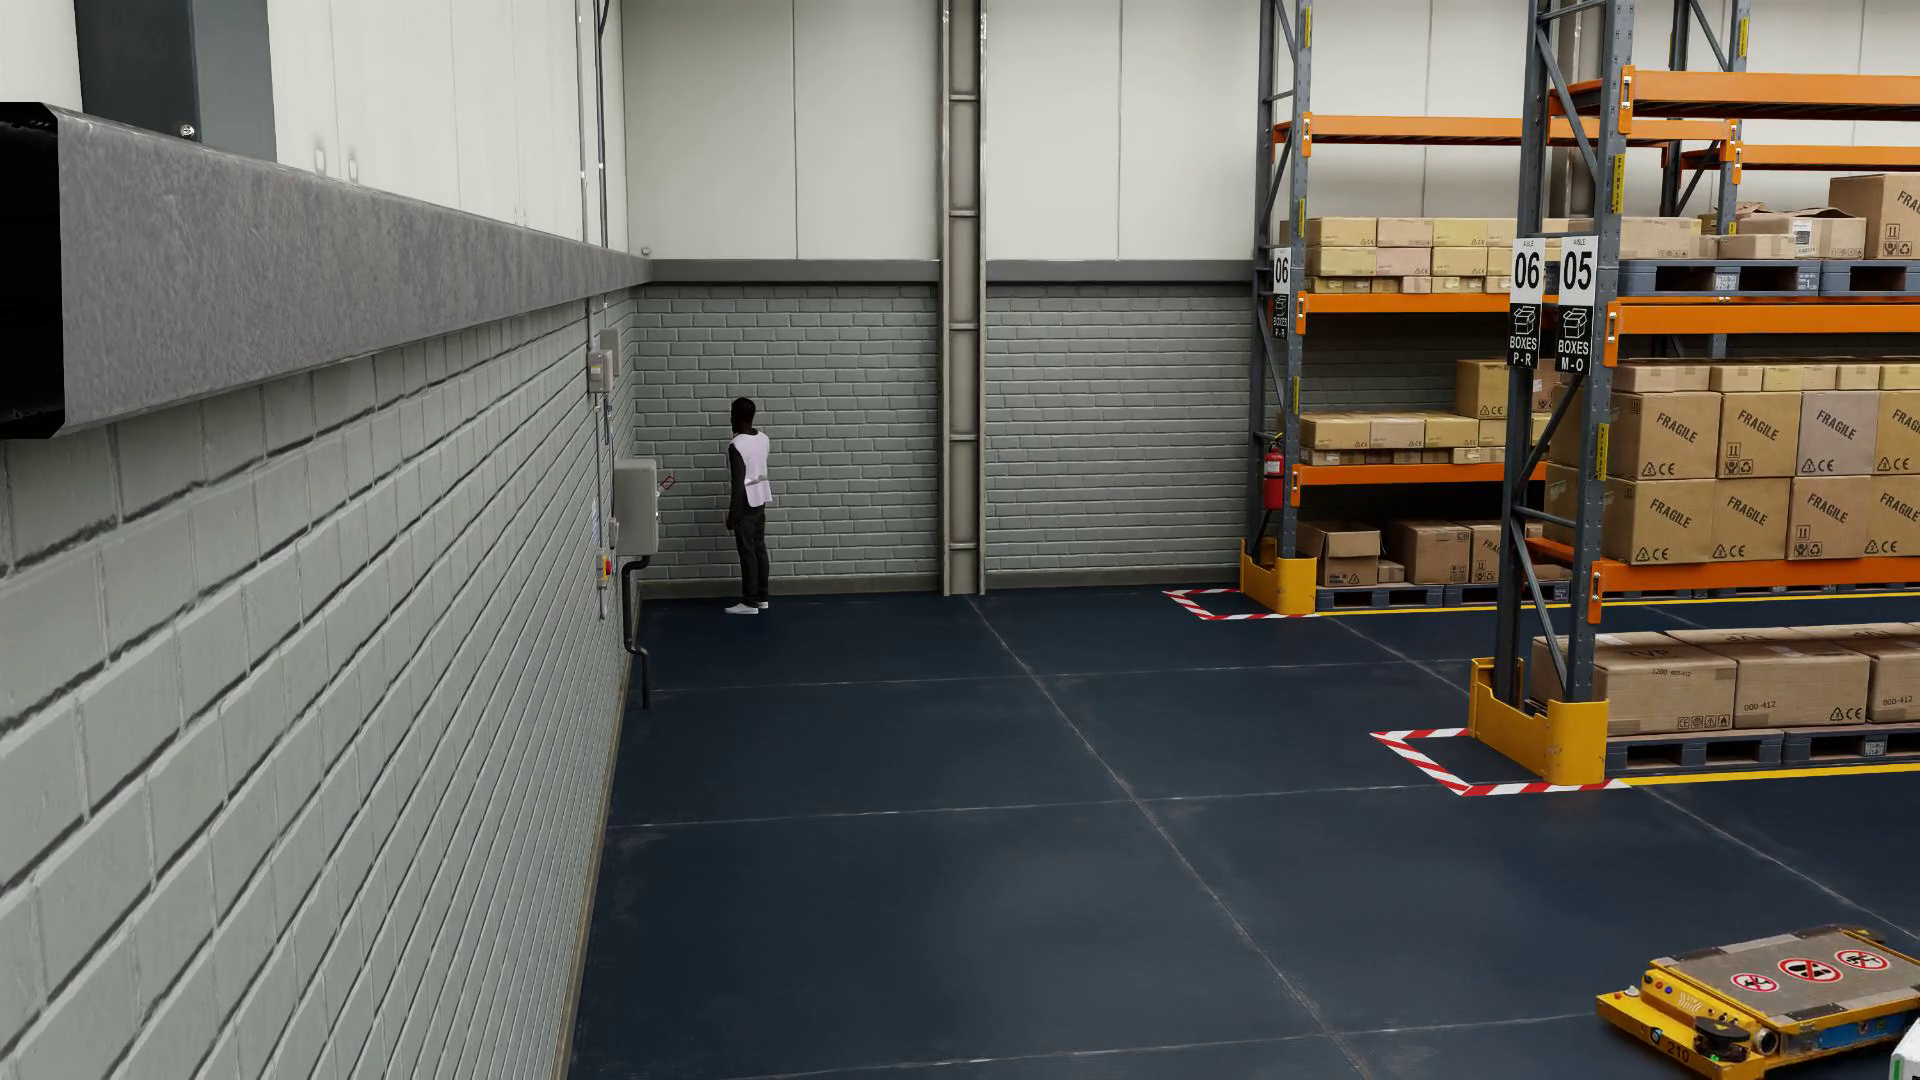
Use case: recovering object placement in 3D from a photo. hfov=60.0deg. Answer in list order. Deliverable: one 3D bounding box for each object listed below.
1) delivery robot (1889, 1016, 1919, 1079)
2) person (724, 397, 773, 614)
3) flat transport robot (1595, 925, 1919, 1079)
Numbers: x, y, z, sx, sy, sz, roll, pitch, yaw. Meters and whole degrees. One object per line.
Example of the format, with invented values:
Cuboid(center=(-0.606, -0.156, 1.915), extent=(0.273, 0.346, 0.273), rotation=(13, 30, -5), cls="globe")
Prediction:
Cuboid(center=(3.466, 1.791, 5.734), extent=(0.477, 0.478, 0.707), rotation=(8, 12, 41), cls="delivery robot")
Cuboid(center=(-1.875, -0.301, 14.731), extent=(0.393, 1.920, 0.591), rotation=(3, 10, 18), cls="person")
Cuboid(center=(3.343, 1.829, 6.660), extent=(1.431, 0.197, 0.652), rotation=(-4, 10, -21), cls="flat transport robot")
